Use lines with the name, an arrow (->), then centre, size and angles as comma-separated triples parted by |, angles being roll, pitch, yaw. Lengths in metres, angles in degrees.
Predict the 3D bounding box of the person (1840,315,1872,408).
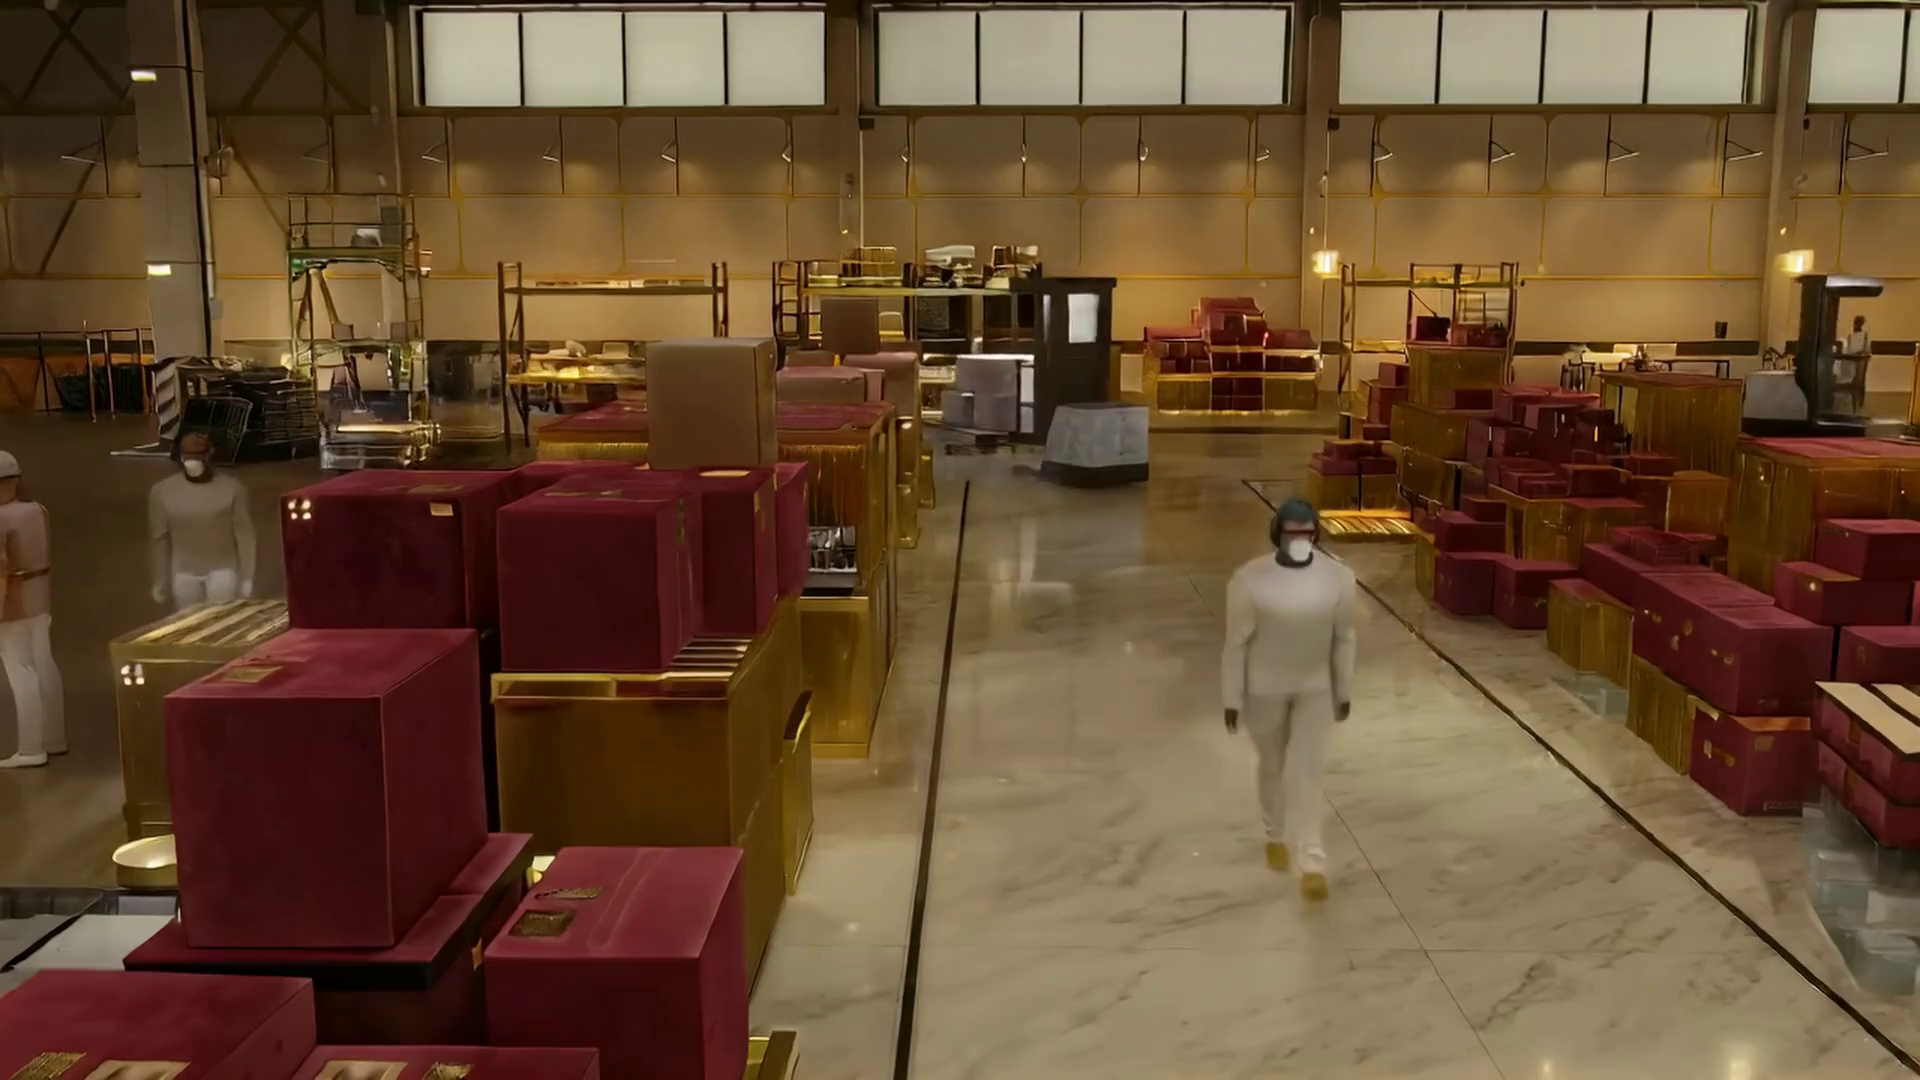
person -> 18.693, -3.720, 34.734 | 0.548, 1.936, 0.378 | 5, 11, 26

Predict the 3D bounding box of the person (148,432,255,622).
person -> -5.051, 0.236, 11.104 | 0.637, 1.924, 0.443 | -2, 10, -13

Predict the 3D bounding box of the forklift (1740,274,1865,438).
forklift -> 14.743, -3.218, 28.910 | 1.873, 2.768, 1.129 | 6, 11, 32

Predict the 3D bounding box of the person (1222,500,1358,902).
person -> 1.587, 0.765, 7.976 | 0.655, 1.894, 0.991 | 1, 10, 5

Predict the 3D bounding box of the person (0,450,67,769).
person -> -5.683, 0.415, 10.007 | 0.384, 1.923, 0.590 | 1, 9, 3

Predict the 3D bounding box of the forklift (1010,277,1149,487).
forklift -> 1.675, -2.218, 22.919 | 1.129, 2.768, 1.873 | -6, 11, -31
